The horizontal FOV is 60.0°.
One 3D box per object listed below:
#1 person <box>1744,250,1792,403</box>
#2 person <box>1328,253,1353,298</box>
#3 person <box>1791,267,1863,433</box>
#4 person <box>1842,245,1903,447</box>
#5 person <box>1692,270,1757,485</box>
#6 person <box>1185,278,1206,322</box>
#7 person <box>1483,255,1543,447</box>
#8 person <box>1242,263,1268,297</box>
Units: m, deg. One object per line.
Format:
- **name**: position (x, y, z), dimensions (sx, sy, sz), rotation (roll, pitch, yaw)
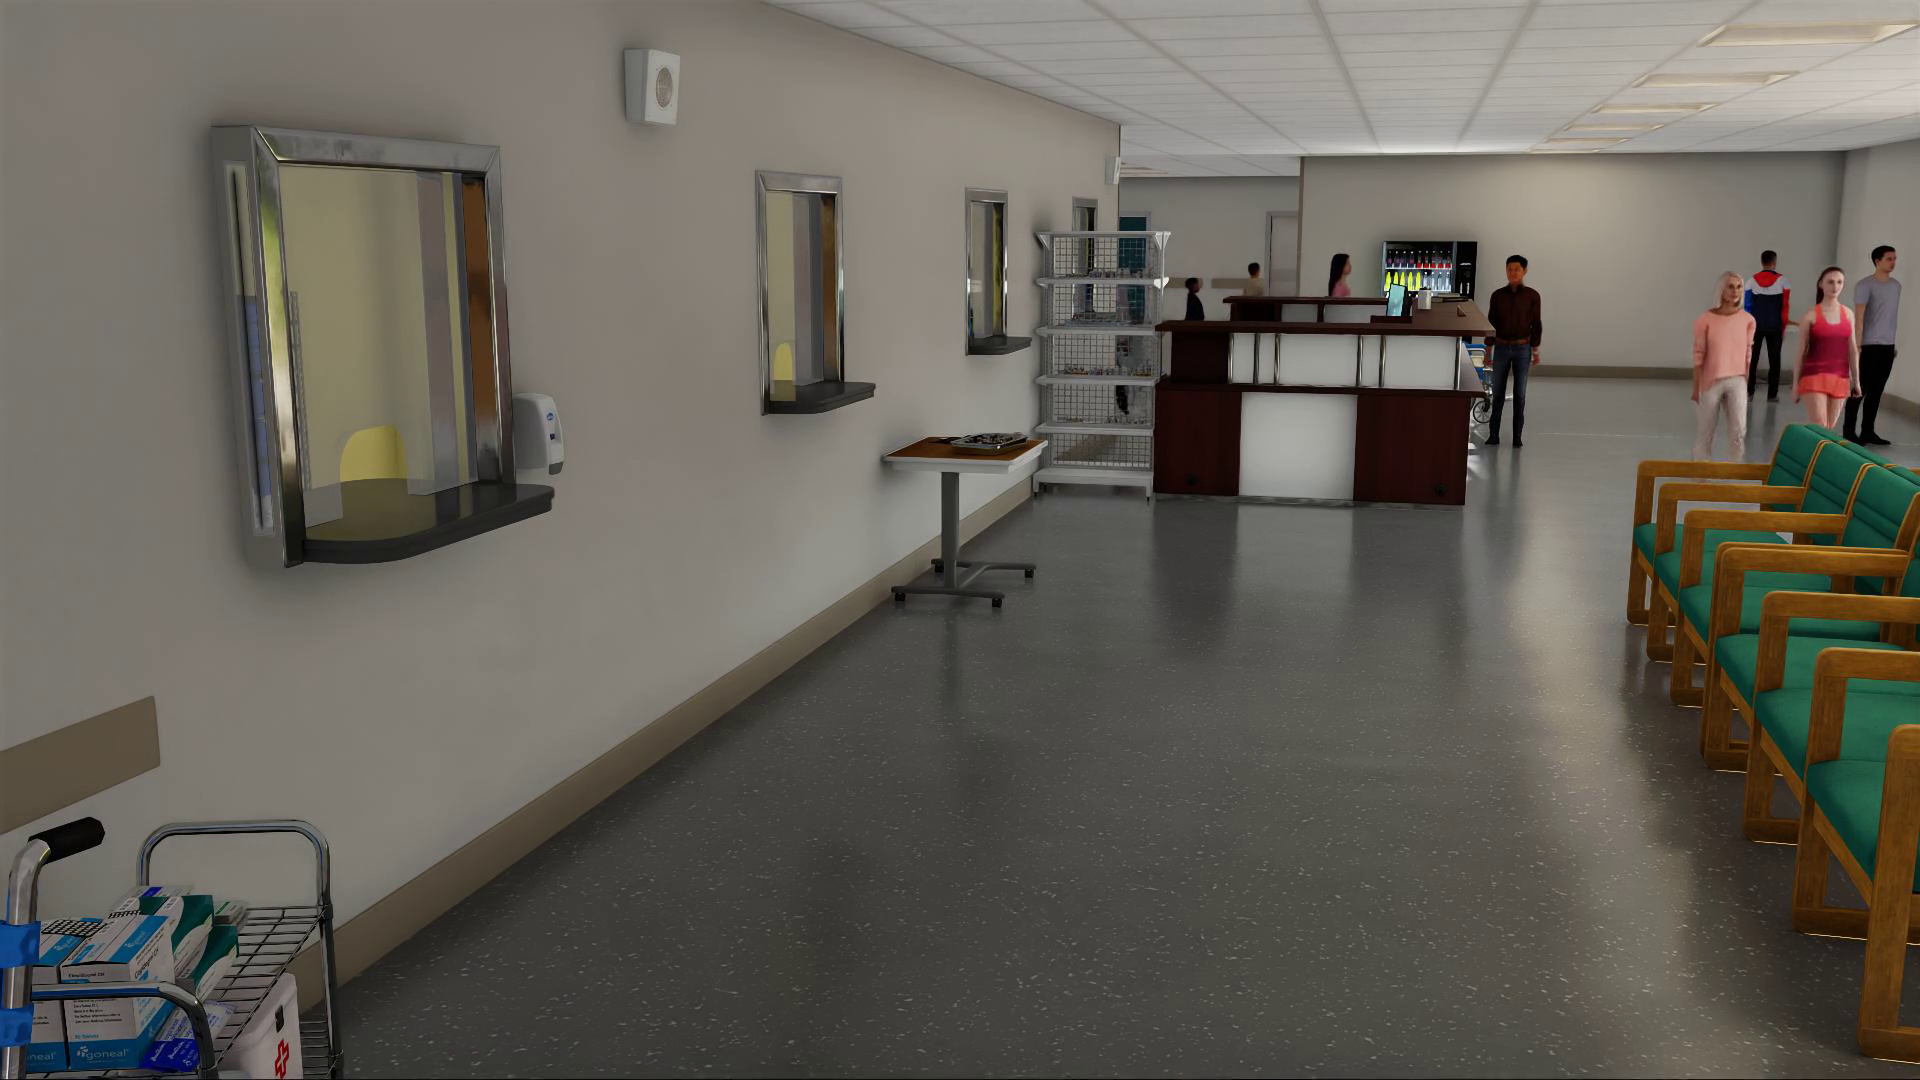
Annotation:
- **person**: position (9.435, -2.504, 19.493), dimensions (0.551, 1.758, 0.739), rotation (5, 12, 26)
- **person**: position (4.209, -2.354, 18.840), dimensions (1.094, 1.707, 0.584), rotation (3, 11, 14)
- **person**: position (6.542, -1.179, 12.610), dimensions (1.012, 1.719, 0.774), rotation (0, 11, 1)
- **person**: position (8.592, -1.825, 15.633), dimensions (0.689, 1.863, 0.804), rotation (-4, 11, -19)
- **person**: position (5.725, -1.164, 12.580), dimensions (0.897, 1.702, 0.766), rotation (1, 11, 6)
- **person**: position (3.518, -3.347, 25.242), dimensions (0.575, 1.271, 0.561), rotation (1, 11, 3)
- **person**: position (5.163, -1.767, 15.548), dimensions (0.503, 1.780, 0.746), rotation (5, 12, 23)
- **person**: position (4.578, -3.620, 26.190), dimensions (0.723, 1.452, 0.758), rotation (10, 15, 43)
